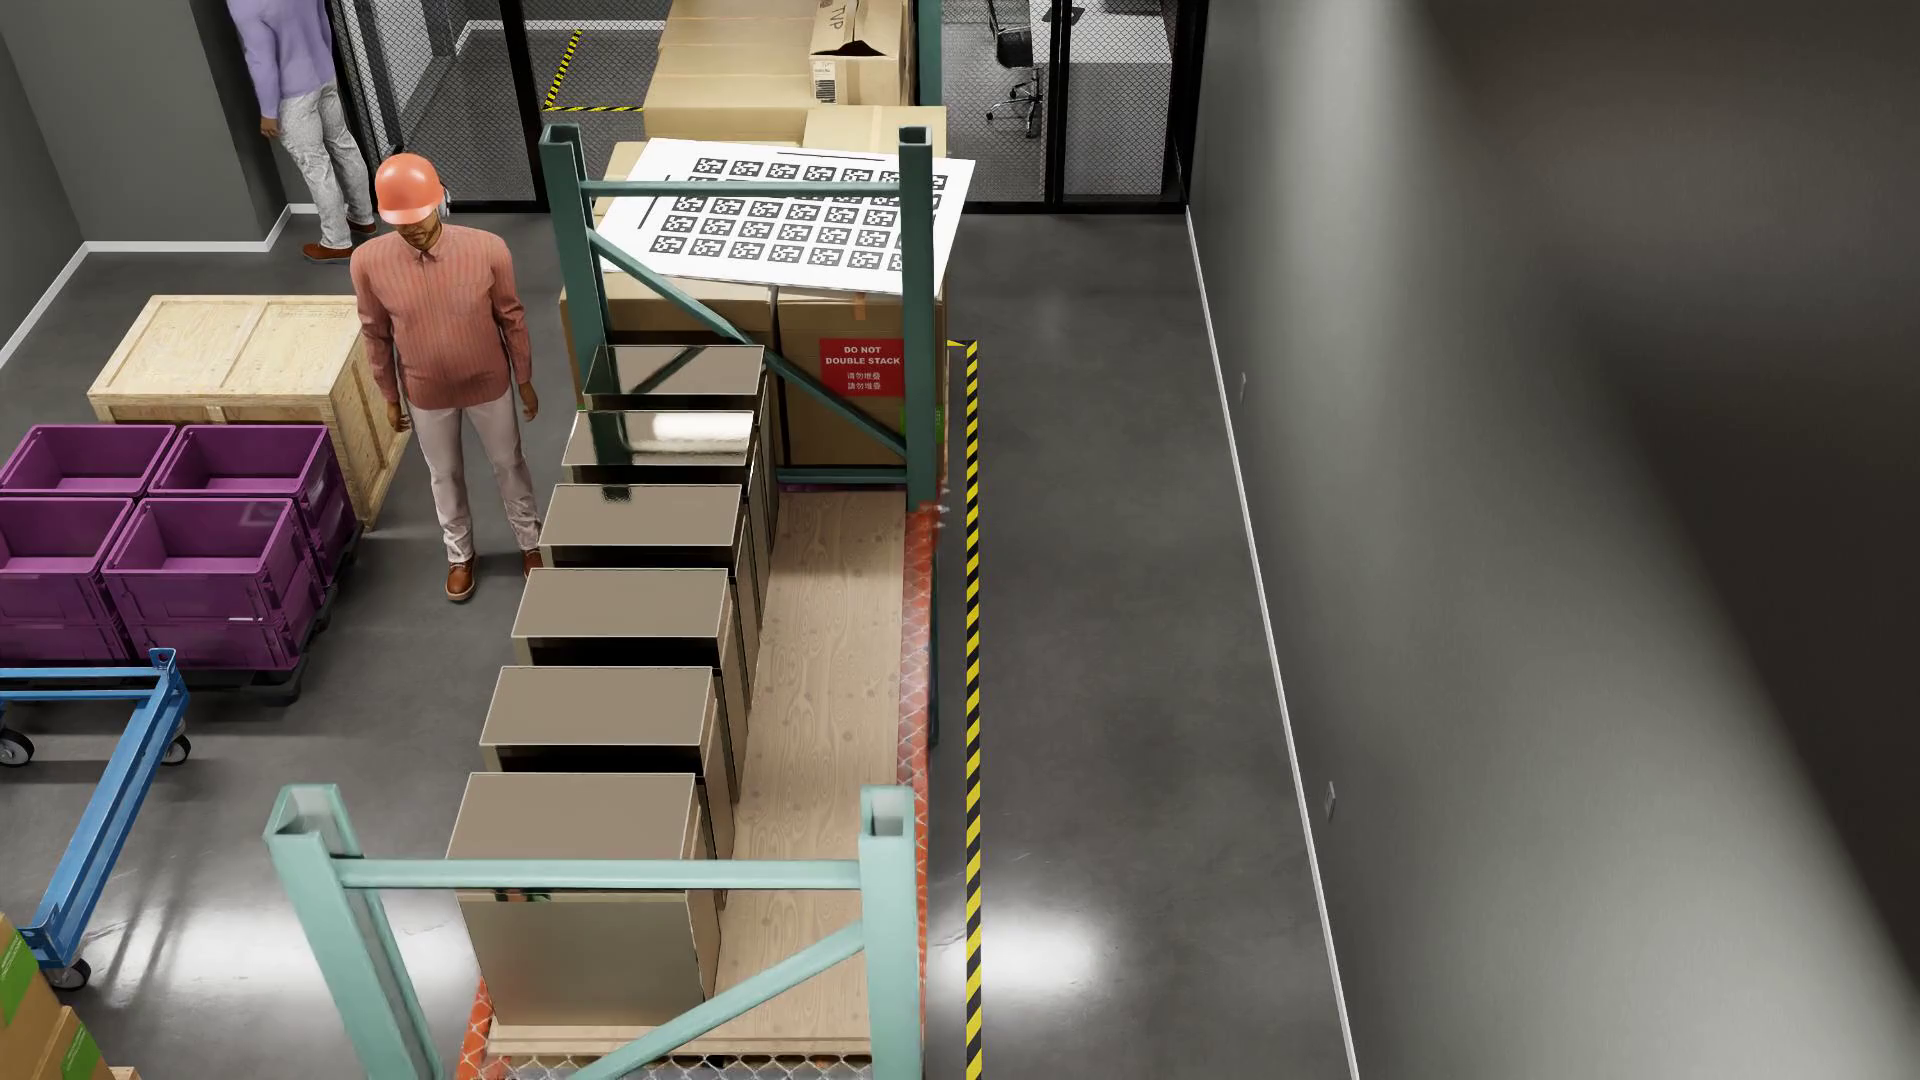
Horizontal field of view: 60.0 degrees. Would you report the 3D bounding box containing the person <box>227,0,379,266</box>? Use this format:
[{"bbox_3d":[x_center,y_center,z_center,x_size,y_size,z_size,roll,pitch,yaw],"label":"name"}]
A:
[{"bbox_3d":[-3.404,-2.329,8.553,0.375,1.934,0.627,12,43,13],"label":"person"}]

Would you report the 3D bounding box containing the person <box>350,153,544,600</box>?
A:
[{"bbox_3d":[-1.980,-0.616,6.548,0.618,1.994,0.380,-9,42,-11],"label":"person"}]
